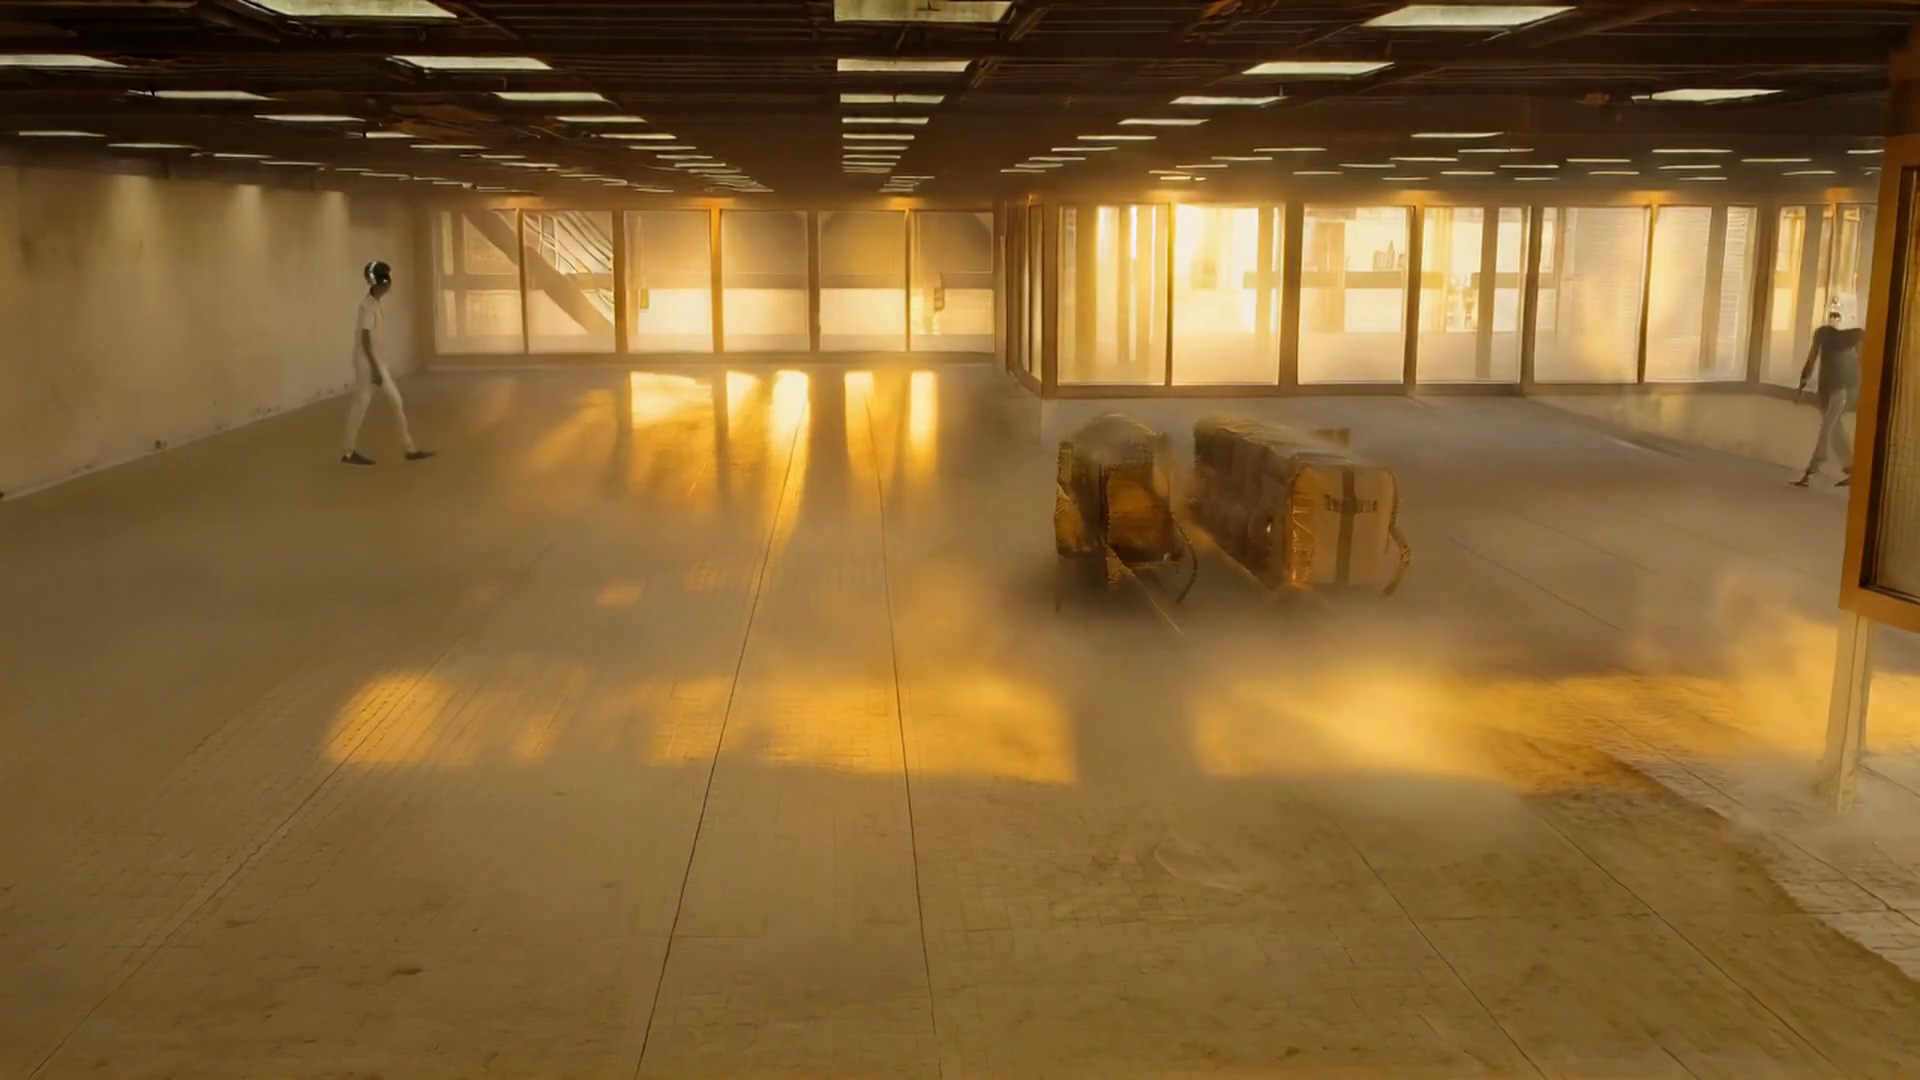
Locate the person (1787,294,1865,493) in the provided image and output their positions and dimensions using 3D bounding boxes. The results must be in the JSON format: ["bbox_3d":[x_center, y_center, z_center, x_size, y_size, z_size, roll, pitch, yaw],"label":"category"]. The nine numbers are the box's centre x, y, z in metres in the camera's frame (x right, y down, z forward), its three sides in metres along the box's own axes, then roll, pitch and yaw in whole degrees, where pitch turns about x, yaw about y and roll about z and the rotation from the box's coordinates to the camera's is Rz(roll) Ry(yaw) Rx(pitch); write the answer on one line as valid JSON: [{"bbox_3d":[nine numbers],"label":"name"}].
[{"bbox_3d":[7.032,-1.174,13.376,0.873,1.586,0.497,-4,11,-20],"label":"person"}]

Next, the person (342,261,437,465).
[{"bbox_3d":[-5.146,-1.556,14.808,0.928,1.817,0.521,1,11,5],"label":"person"}]
